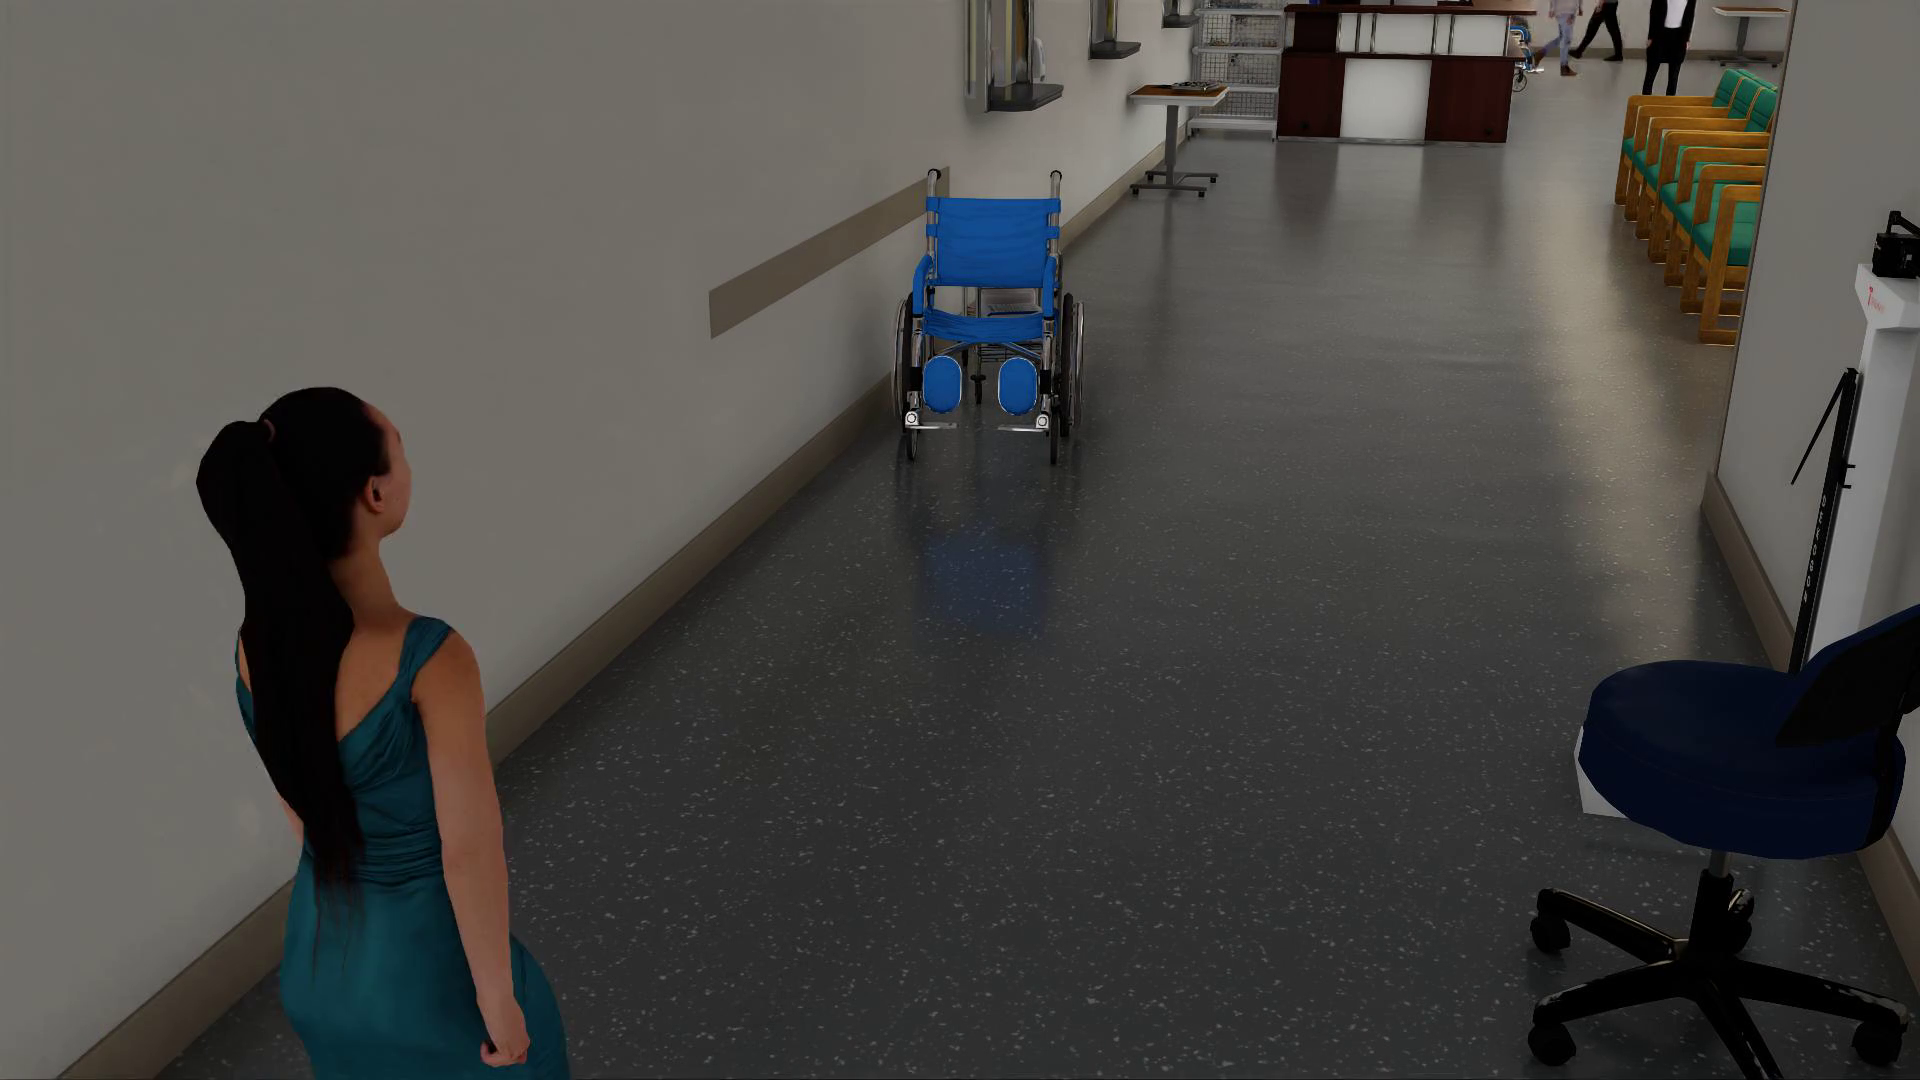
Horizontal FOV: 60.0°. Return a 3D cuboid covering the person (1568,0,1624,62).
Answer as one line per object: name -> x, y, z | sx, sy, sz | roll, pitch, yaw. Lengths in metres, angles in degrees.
person -> 10.051, -8.222, 25.588 | 1.110, 1.711, 0.679 | 4, 21, 11

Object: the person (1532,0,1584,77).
person -> 8.519, -7.518, 23.587 | 1.063, 1.812, 1.193 | -16, 26, -36

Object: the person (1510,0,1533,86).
person -> 7.410, -7.029, 22.528 | 0.897, 1.810, 0.830 | 16, 26, 36

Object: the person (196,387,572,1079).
person -> -0.810, 0.637, 2.253 | 0.590, 1.671, 0.682 | 8, 22, 19

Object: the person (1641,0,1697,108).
person -> 7.626, -5.364, 17.913 | 0.470, 1.802, 0.665 | 5, 21, 12
